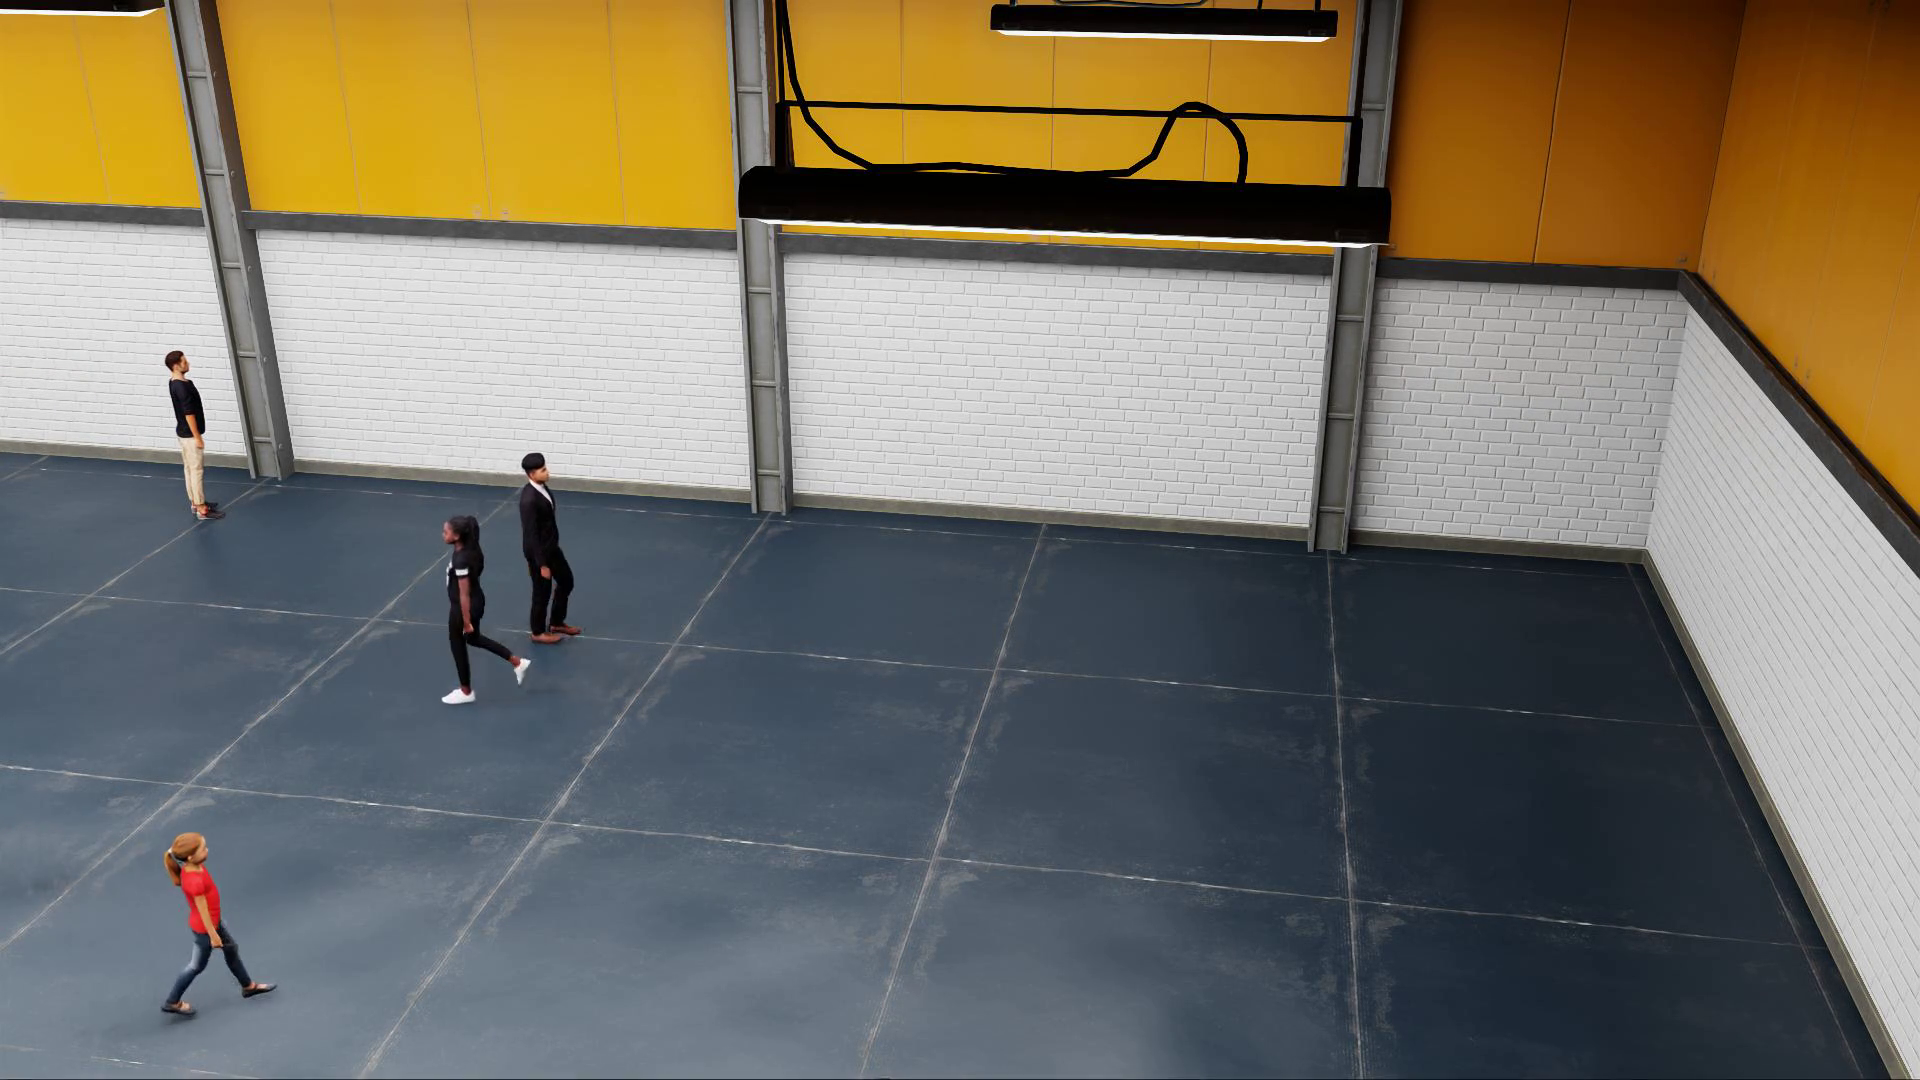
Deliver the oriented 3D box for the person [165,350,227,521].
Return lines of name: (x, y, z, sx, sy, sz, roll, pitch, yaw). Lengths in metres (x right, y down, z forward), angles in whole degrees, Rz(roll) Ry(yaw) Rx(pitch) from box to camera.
person: (-8.276, -1.140, 17.852, 0.757, 1.859, 0.705, -15, 28, -30)

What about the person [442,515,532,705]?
person: (-4.087, 0.587, 14.085, 1.066, 1.712, 0.802, -3, 24, -7)

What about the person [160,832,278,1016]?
person: (-4.796, 2.423, 10.408, 0.957, 1.293, 0.790, -9, 25, -21)

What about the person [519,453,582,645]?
person: (-3.871, 0.084, 15.042, 0.705, 1.868, 0.758, 1, 24, 3)
